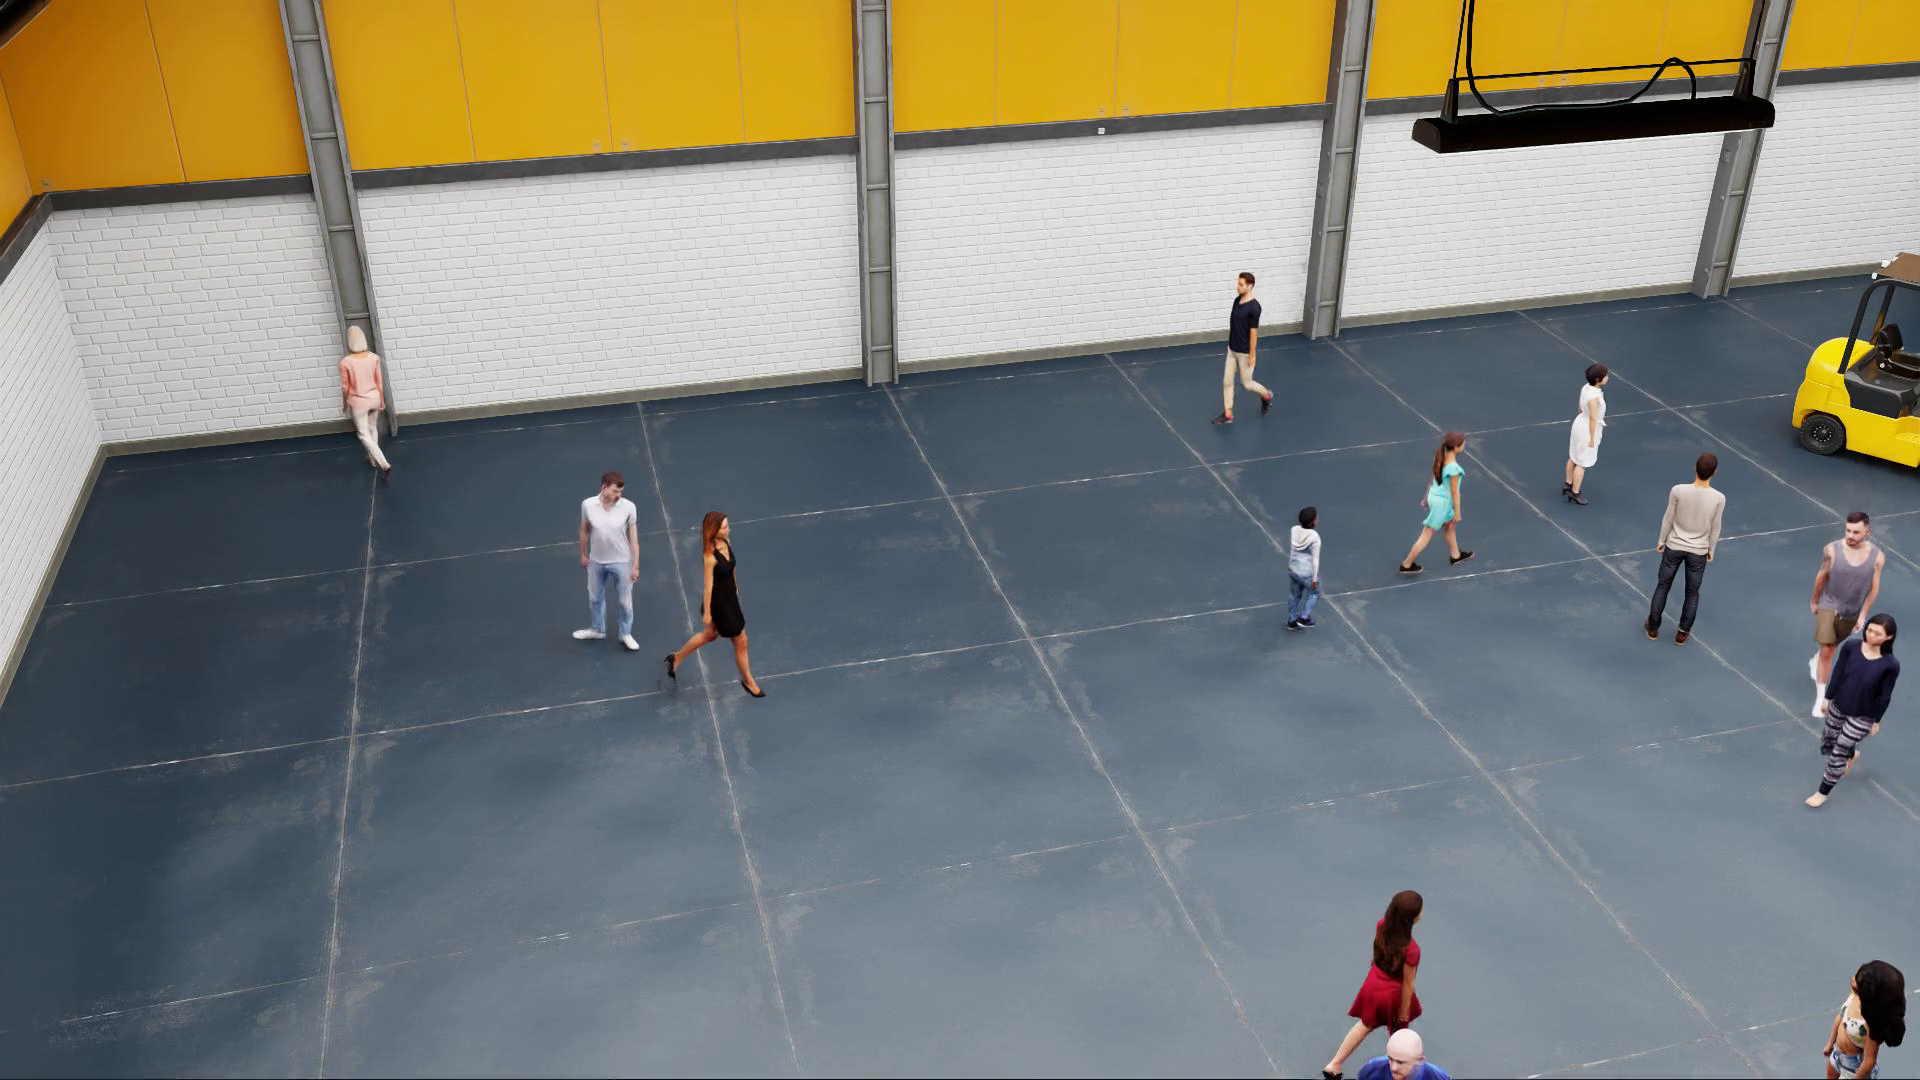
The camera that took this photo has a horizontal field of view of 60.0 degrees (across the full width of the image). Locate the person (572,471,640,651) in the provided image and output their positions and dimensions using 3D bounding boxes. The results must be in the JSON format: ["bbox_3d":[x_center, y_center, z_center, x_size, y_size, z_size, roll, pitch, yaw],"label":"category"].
[{"bbox_3d":[-3.177,0.167,14.928,0.706,1.823,1.004,6,29,12],"label":"person"}]

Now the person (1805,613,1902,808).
[{"bbox_3d":[7.016,1.292,12.975,0.947,1.718,0.775,-18,33,-30],"label":"person"}]

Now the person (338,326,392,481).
[{"bbox_3d":[-6.437,-1.466,18.049,1.065,1.701,0.972,-23,36,-36],"label":"person"}]

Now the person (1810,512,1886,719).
[{"bbox_3d":[7.500,0.543,14.152,1.196,1.789,1.140,10,30,18],"label":"person"}]

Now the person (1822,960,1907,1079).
[{"bbox_3d":[5.230,3.104,9.757,0.689,1.620,0.655,4,29,7],"label":"person"}]

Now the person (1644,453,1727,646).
[{"bbox_3d":[6.570,0.082,15.041,0.700,1.864,0.780,13,31,22],"label":"person"}]

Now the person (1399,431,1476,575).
[{"bbox_3d":[4.606,-0.322,16.150,1.056,1.512,0.564,-6,29,-11],"label":"person"}]

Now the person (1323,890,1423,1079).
[{"bbox_3d":[2.615,2.828,10.355,1.014,1.532,0.712,-16,32,-27],"label":"person"}]

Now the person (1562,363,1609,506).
[{"bbox_3d":[6.622,-1.140,17.603,0.601,1.556,0.611,1,29,1],"label":"person"}]

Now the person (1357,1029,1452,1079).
[{"bbox_3d":[2.421,3.326,9.142,0.800,1.819,0.892,8,30,14],"label":"person"}]

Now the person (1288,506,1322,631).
[{"bbox_3d":[3.127,0.284,15.308,0.621,1.254,0.583,-23,36,-35],"label":"person"}]

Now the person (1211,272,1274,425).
[{"bbox_3d":[3.340,-2.206,19.269,1.101,1.833,0.827,-15,32,-25],"label":"person"}]

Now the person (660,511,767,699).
[{"bbox_3d":[-2.135,0.579,14.199,1.234,1.799,0.922,5,29,9],"label":"person"}]
